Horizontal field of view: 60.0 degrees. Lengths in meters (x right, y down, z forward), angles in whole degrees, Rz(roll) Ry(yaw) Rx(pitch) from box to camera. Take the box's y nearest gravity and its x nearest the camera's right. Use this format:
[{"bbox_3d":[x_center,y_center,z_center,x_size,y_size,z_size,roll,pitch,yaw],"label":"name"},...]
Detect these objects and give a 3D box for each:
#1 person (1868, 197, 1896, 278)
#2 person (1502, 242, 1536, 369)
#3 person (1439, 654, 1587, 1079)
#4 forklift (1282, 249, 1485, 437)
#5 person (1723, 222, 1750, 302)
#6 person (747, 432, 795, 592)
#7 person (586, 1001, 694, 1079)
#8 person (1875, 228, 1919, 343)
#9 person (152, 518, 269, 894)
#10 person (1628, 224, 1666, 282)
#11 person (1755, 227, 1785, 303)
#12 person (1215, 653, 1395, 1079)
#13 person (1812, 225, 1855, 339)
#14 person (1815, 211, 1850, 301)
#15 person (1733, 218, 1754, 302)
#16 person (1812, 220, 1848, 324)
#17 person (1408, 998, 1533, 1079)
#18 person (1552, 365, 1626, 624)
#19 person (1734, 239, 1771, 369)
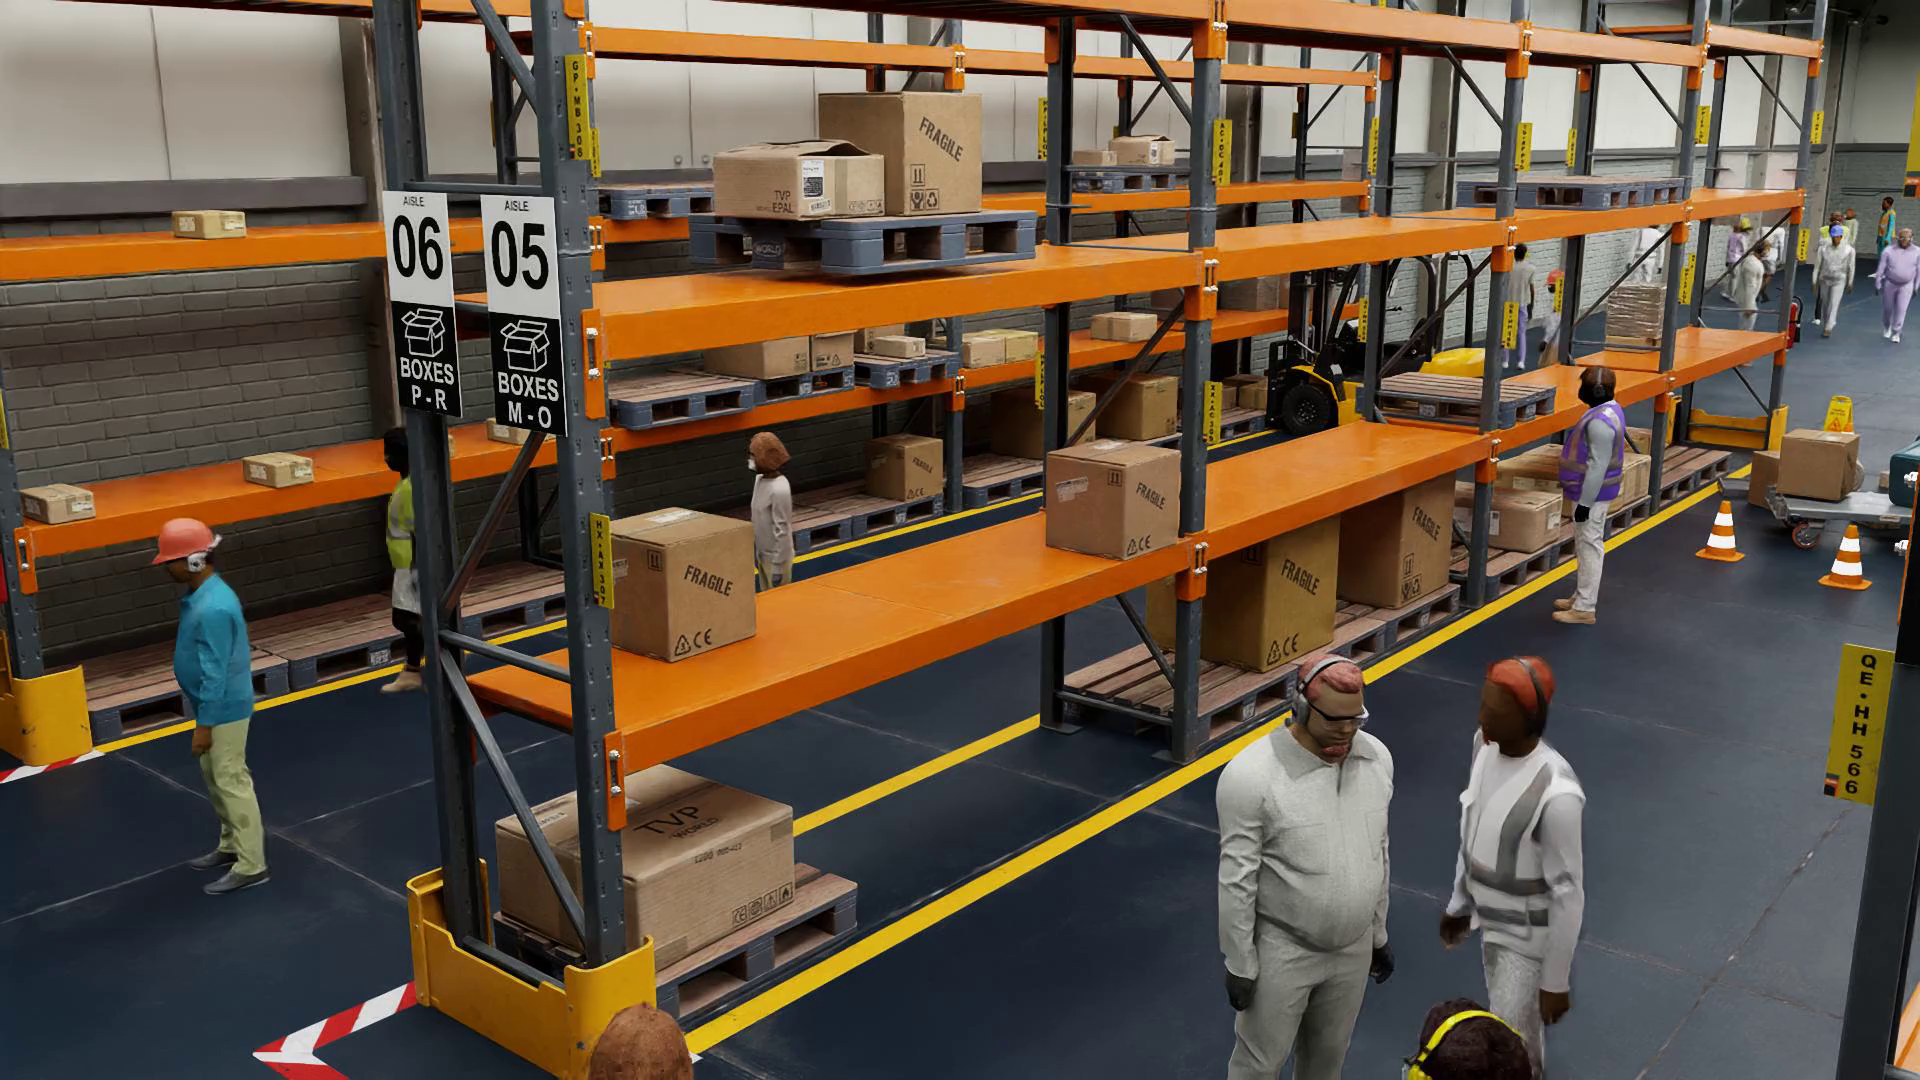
[{"bbox_3d":[22.107,-7.228,39.753,0.392,1.919,0.592,2,14,6],"label":"person"},{"bbox_3d":[8.178,-3.445,24.474,0.533,1.873,0.366,3,14,11],"label":"person"},{"bbox_3d":[1.772,1.249,5.364,0.458,1.877,0.586,-1,14,-6],"label":"person"},{"bbox_3d":[4.886,-2.214,18.767,2.313,2.155,1.214,11,18,38],"label":"forklift"},{"bbox_3d":[15.940,-5.709,34.157,0.355,1.635,0.535,-2,14,-8],"label":"person"},{"bbox_3d":[-1.178,0.129,10.401,0.271,1.628,0.500,-6,15,-22],"label":"person"},{"bbox_3d":[-0.671,1.773,3.720,0.514,1.613,0.499,2,14,9],"label":"person"},{"bbox_3d":[15.682,-4.272,27.809,0.650,1.877,0.870,7,16,28],"label":"person"},{"bbox_3d":[-3.435,0.749,7.640,0.351,1.740,0.595,-9,16,-32],"label":"person"},{"bbox_3d":[13.389,-5.399,32.445,0.621,1.850,0.563,9,16,31],"label":"person"},{"bbox_3d":[16.359,-5.749,33.738,0.741,1.914,0.551,-12,18,-40],"label":"person"},{"bbox_3d":[1.101,1.268,5.199,0.639,1.902,0.407,-7,15,-26],"label":"person"},{"bbox_3d":[14.846,-4.400,28.311,0.619,1.893,1.036,11,17,37],"label":"person"},{"bbox_3d":[17.830,-5.786,34.026,0.566,1.847,0.389,5,15,21],"label":"person"},{"bbox_3d":[16.118,-5.766,34.218,0.522,1.706,0.414,-11,17,-37],"label":"person"},{"bbox_3d":[15.729,-4.828,30.082,0.514,1.872,0.328,6,15,24],"label":"person"},{"bbox_3d":[0.949,1.787,3.187,0.499,1.846,0.473,-6,15,-23],"label":"person"},{"bbox_3d":[4.459,-0.326,11.808,0.429,1.844,0.627,6,15,22],"label":"person"},{"bbox_3d":[11.637,-3.487,24.525,0.418,1.916,0.652,7,16,27],"label":"person"}]
